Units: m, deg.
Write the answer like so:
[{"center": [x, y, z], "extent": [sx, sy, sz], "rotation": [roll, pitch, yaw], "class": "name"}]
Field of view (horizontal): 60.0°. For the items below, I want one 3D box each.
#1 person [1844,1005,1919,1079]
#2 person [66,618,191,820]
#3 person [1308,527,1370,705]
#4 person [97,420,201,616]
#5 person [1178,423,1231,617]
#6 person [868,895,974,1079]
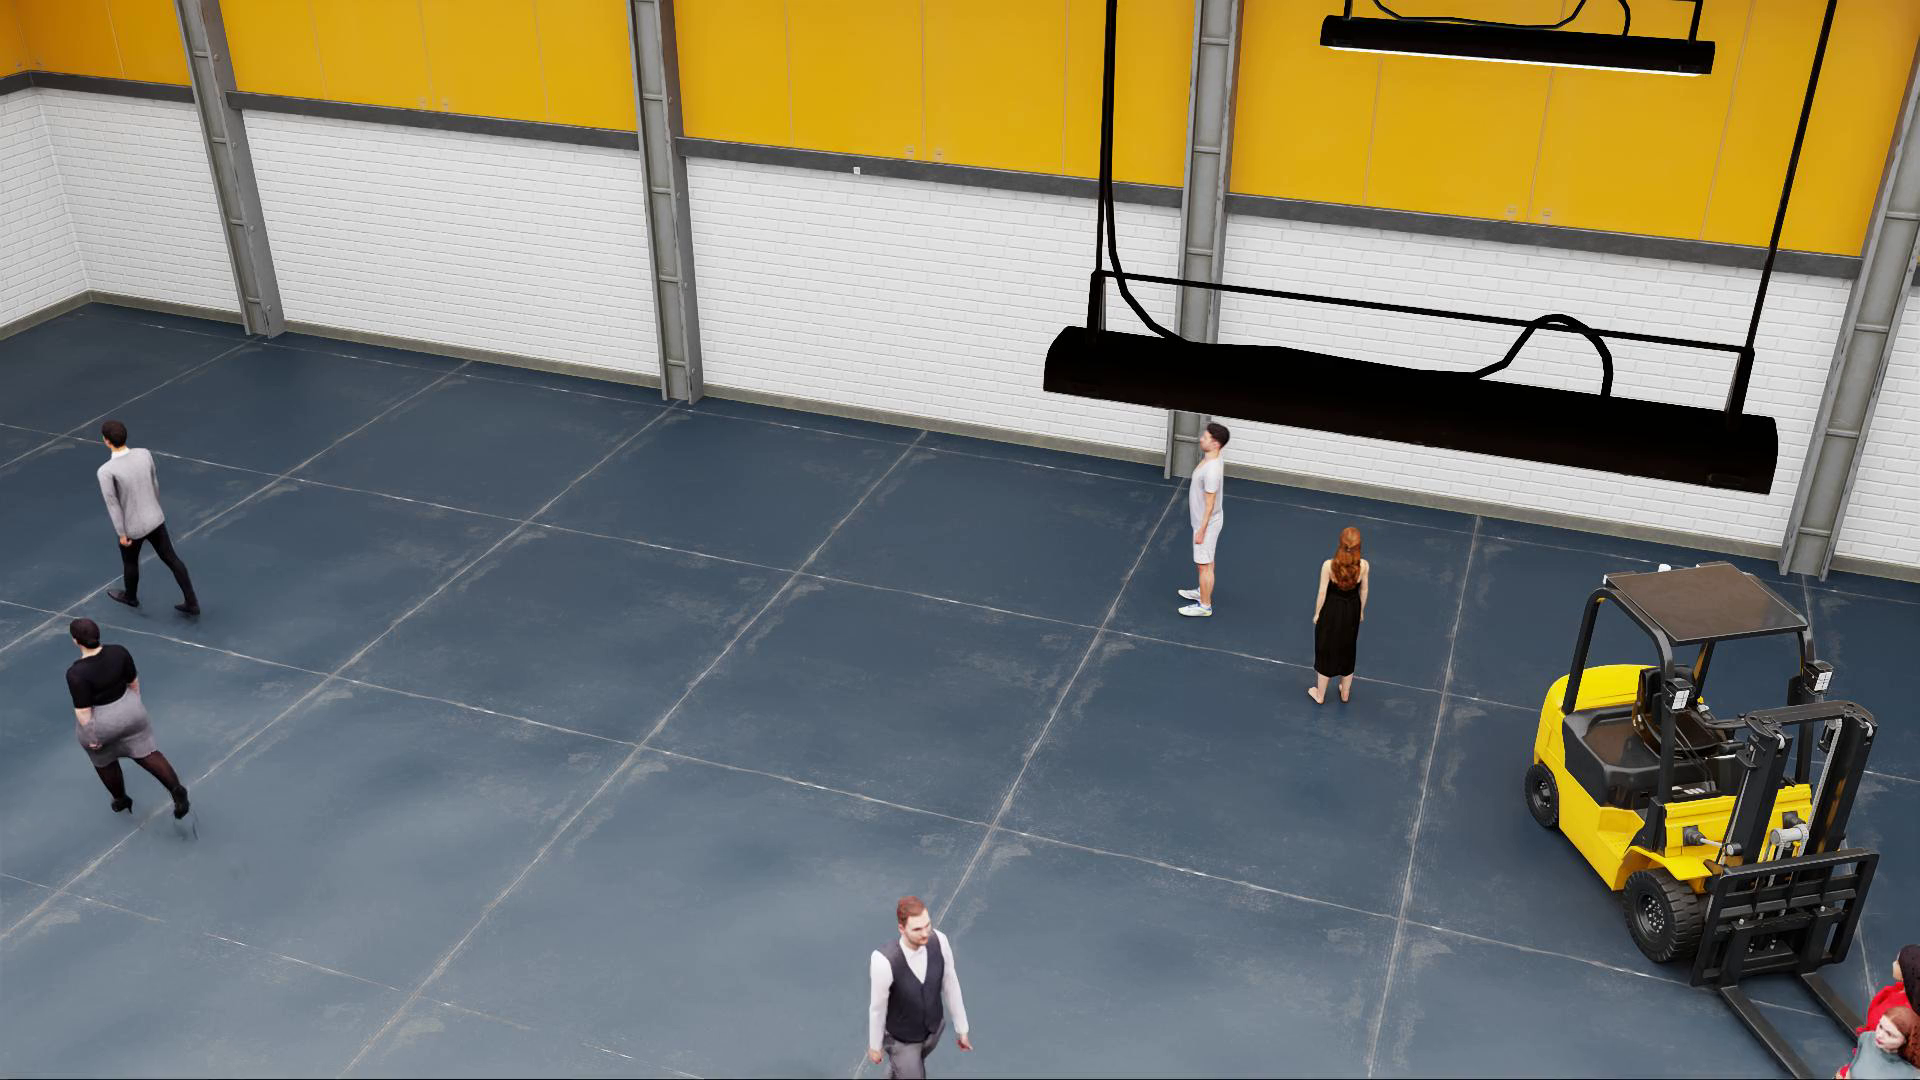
[{"center": [4.888, 3.154, 8.858], "extent": [1.171, 1.691, 1.072], "rotation": [-11, 31, -19], "class": "person"}, {"center": [-6.087, 1.360, 12.101], "extent": [1.131, 1.736, 0.786], "rotation": [16, 33, 27], "class": "person"}, {"center": [3.102, 0.617, 13.579], "extent": [0.631, 1.625, 0.721], "rotation": [-2, 29, -5], "class": "person"}, {"center": [-7.159, -0.127, 14.688], "extent": [1.243, 1.868, 0.835], "rotation": [13, 31, 23], "class": "person"}, {"center": [2.203, -0.195, 14.826], "extent": [0.649, 1.857, 0.726], "rotation": [4, 29, 7], "class": "person"}, {"center": [-0.315, 2.734, 9.421], "extent": [1.117, 1.890, 1.316], "rotation": [-20, 35, -32], "class": "person"}]
